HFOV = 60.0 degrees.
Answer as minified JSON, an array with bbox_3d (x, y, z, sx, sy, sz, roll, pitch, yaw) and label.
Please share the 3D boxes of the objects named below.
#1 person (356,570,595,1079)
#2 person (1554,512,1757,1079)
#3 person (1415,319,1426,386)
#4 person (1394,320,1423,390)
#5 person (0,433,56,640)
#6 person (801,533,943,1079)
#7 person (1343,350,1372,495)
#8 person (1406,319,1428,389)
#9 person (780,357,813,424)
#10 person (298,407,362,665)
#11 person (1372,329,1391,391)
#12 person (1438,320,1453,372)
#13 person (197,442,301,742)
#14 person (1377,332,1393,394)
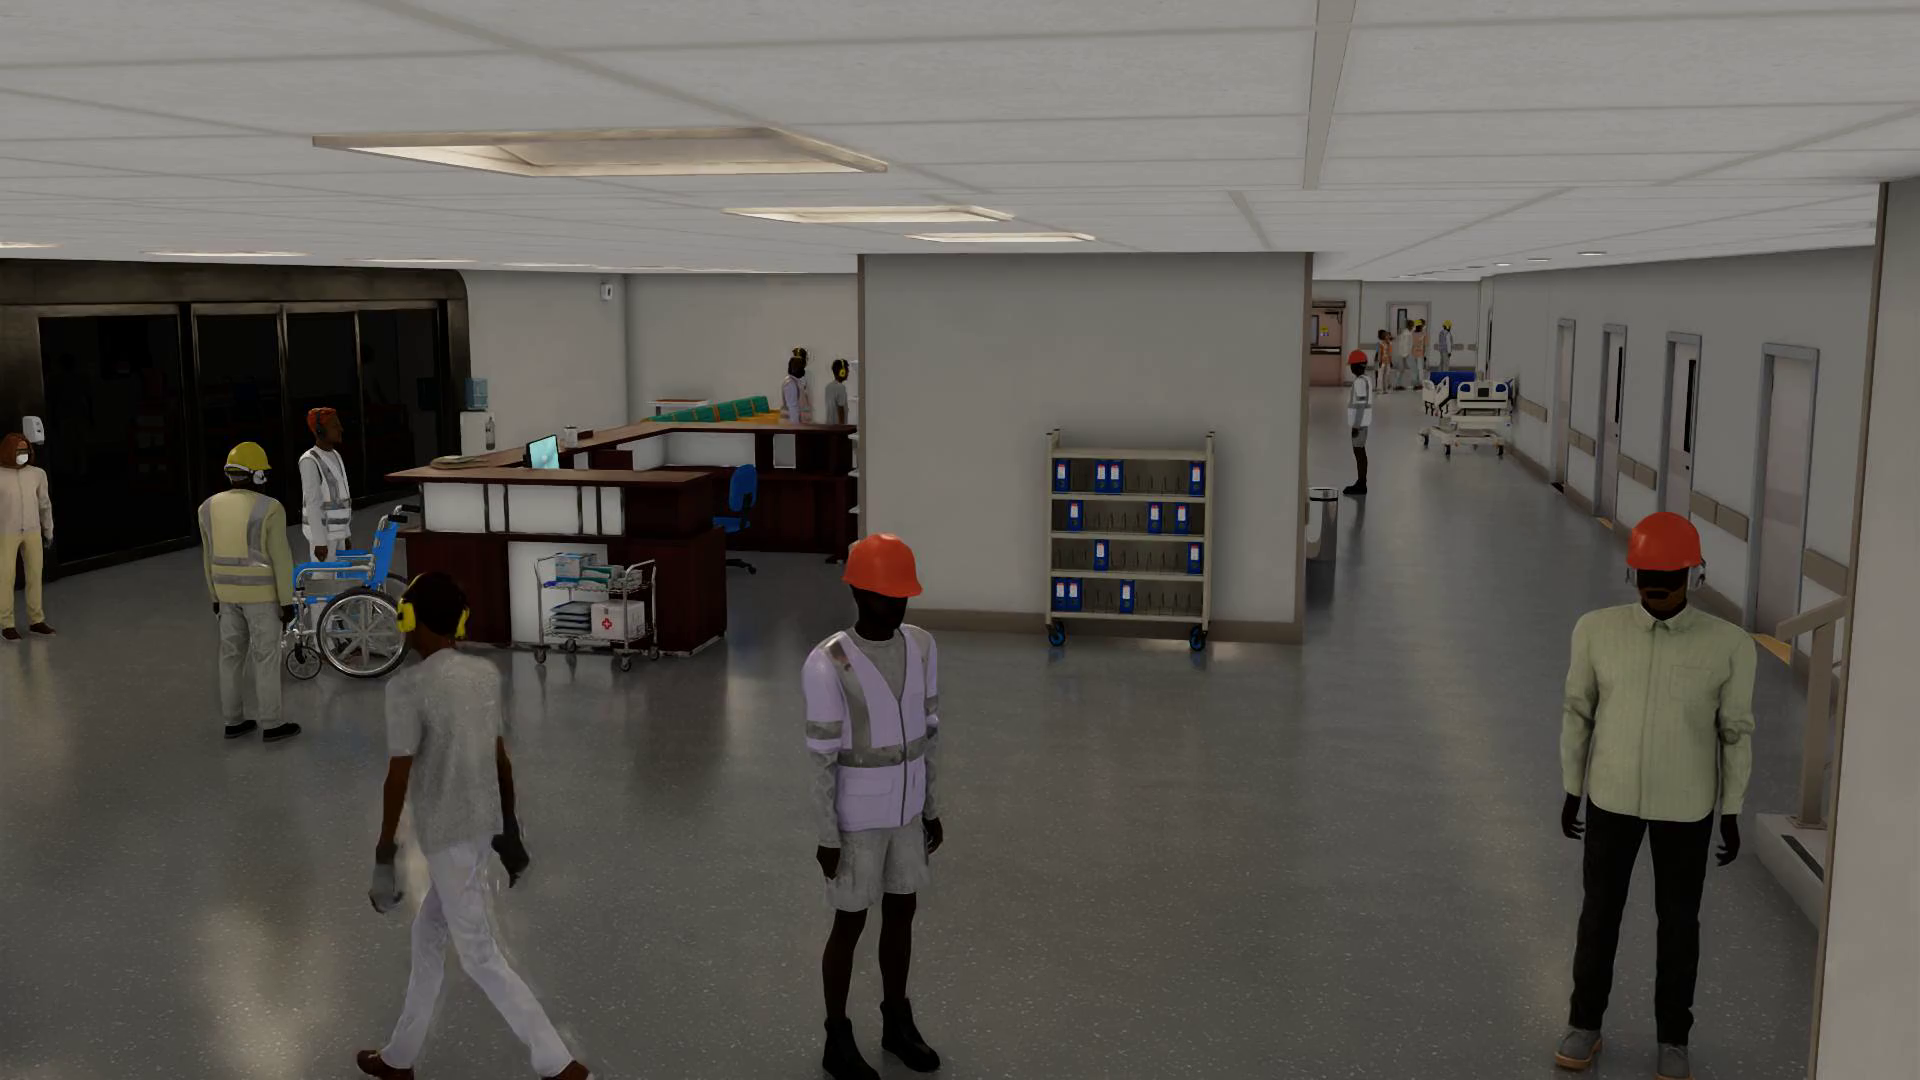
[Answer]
[{"bbox_3d":[-1.631,1.014,5.553,0.957,1.807,0.602,3,9,19],"label":"person"},{"bbox_3d":[2.380,0.889,5.734,0.612,1.994,0.395,5,10,28],"label":"person"},{"bbox_3d":[12.869,-5.238,46.635,0.386,1.927,0.636,4,9,25],"label":"person"},{"bbox_3d":[12.260,-5.009,45.148,0.922,1.903,0.650,1,9,8],"label":"person"},{"bbox_3d":[-7.392,-0.032,13.085,0.285,1.627,0.504,6,10,34],"label":"person"},{"bbox_3d":[-0.273,0.927,5.720,0.539,1.929,0.384,-8,12,-42],"label":"person"},{"bbox_3d":[5.317,-1.571,22.271,0.365,1.929,0.553,3,9,21],"label":"person"},{"bbox_3d":[12.539,-5.093,45.655,0.596,1.925,0.372,8,12,43],"label":"person"},{"bbox_3d":[-2.198,-1.541,22.389,0.429,1.840,0.624,-1,9,-6],"label":"person"},{"bbox_3d":[-4.623,-0.032,12.208,0.356,1.885,0.574,-1,9,-3],"label":"person"},{"bbox_3d":[11.308,-4.822,44.666,0.557,1.673,0.422,-7,11,-37],"label":"person"},{"bbox_3d":[14.422,-5.601,49.349,0.403,1.829,0.588,-2,9,-12],"label":"person"},{"bbox_3d":[-4.302,0.317,10.109,0.597,1.824,0.403,2,9,14],"label":"person"},{"bbox_3d":[11.150,-4.645,43.624,0.514,1.642,0.310,-6,10,-35],"label":"person"}]
